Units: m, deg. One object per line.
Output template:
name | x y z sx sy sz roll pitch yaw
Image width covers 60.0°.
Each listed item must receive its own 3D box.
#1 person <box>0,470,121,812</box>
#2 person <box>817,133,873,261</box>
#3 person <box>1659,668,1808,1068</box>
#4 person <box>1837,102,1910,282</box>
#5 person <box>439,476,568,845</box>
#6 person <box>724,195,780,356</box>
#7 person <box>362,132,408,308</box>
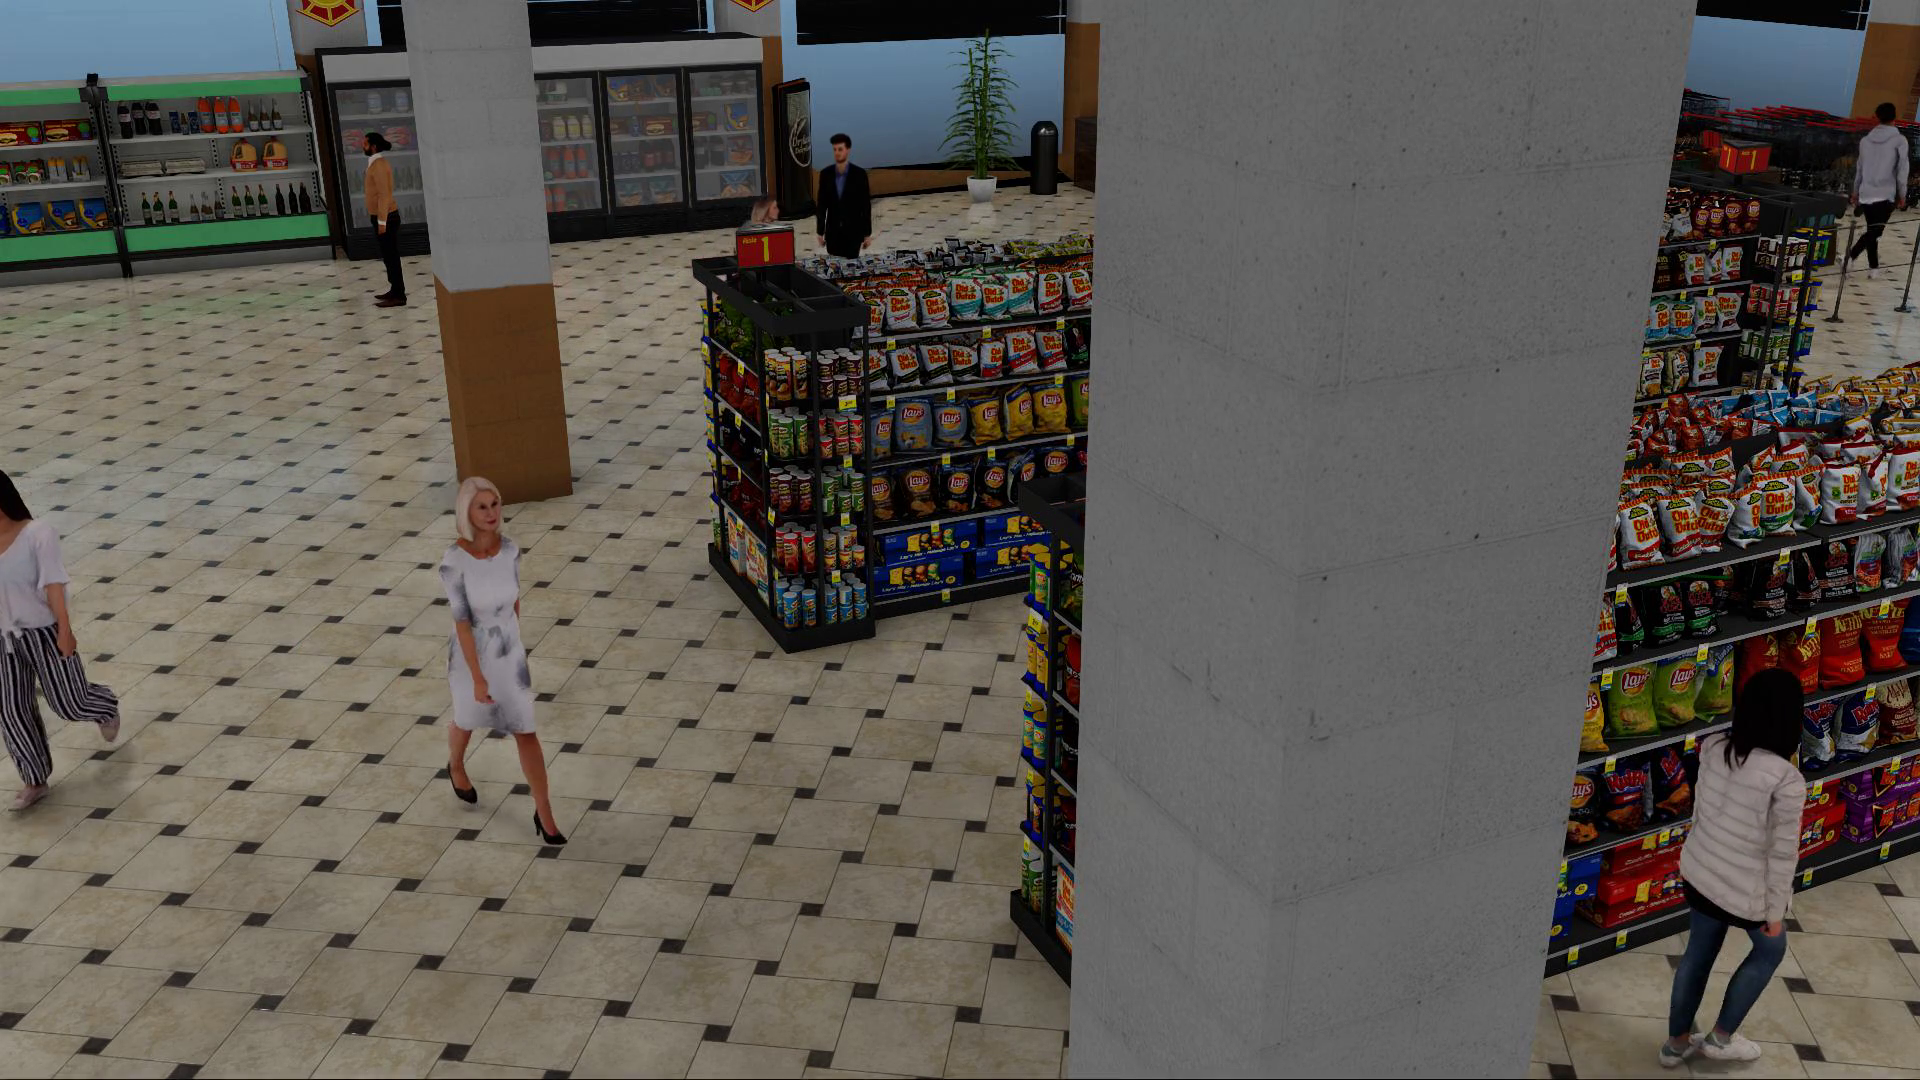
person | -4.407 0.418 7.960 1.060 1.658 0.996 0 22 1
person | -1.107 -3.024 16.242 1.186 1.869 1.184 5 22 12
person | 2.732 1.234 5.974 0.586 1.625 0.630 -10 24 -24
person | 9.818 -3.707 17.915 1.239 1.889 0.863 -13 25 -29
person | -2.215 0.544 7.584 0.893 1.705 1.111 20 29 40
person | -1.709 -2.087 14.178 1.061 1.670 0.928 3 22 8
person | -5.912 -3.298 17.079 0.607 1.755 0.676 -7 23 -18
